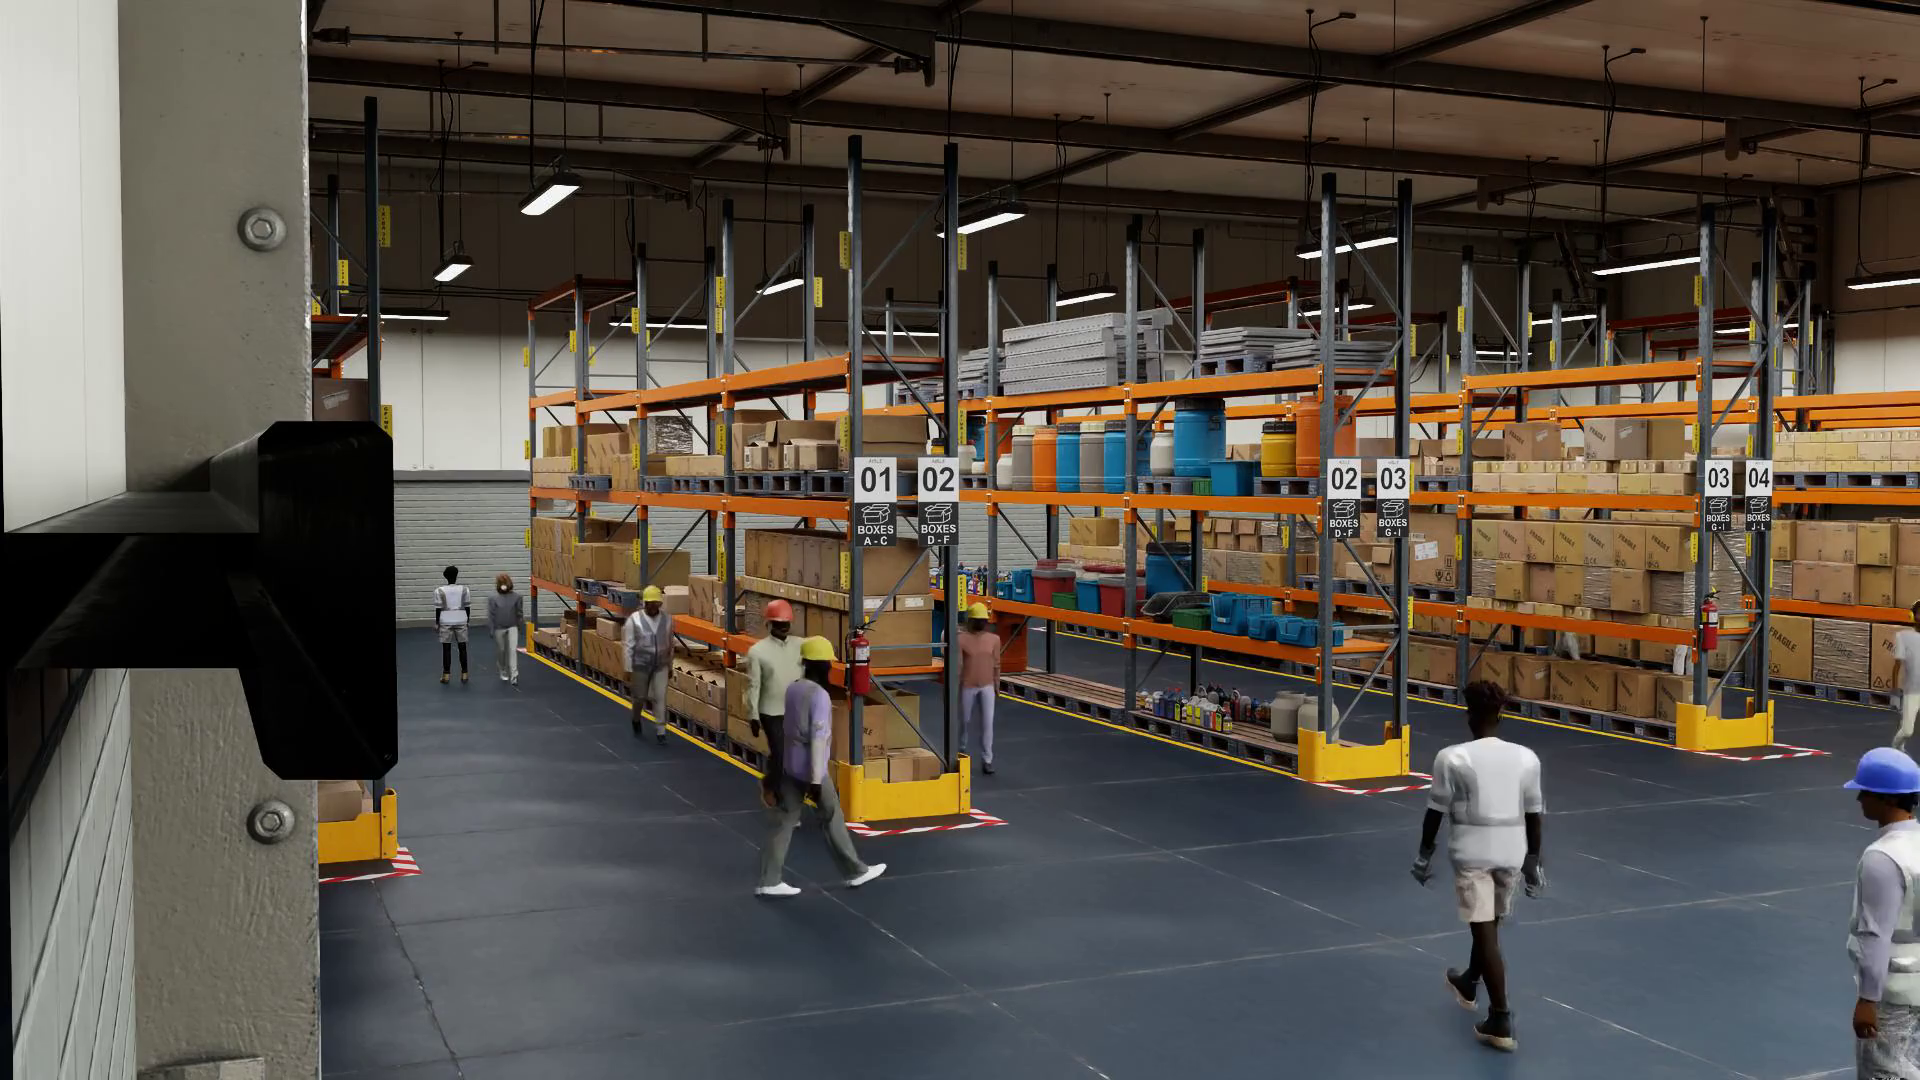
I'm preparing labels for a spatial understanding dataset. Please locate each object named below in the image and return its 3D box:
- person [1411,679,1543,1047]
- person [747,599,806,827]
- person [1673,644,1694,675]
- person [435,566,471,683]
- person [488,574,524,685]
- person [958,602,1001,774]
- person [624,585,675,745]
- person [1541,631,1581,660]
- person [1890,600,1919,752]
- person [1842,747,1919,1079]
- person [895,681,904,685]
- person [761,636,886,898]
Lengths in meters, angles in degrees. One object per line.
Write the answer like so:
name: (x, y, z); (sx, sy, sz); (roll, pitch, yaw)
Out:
person: (2.835, 1.727, 9.910); (0.635, 1.914, 0.978); (-1, 2, -14)
person: (-1.590, 1.487, 15.714); (0.626, 1.970, 0.814); (-2, 3, -36)
person: (9.965, 1.193, 24.437); (0.574, 1.886, 0.360); (-1, 2, -23)
person: (-7.383, 1.223, 26.078); (0.529, 1.695, 0.321); (-1, 2, -27)
person: (-6.586, 1.283, 25.994); (0.507, 1.584, 0.855); (-1, 2, -18)
person: (0.161, 1.491, 18.485); (0.527, 1.731, 0.856); (0, 2, -13)
person: (-3.556, 1.394, 20.422); (0.605, 1.801, 0.843); (-1, 2, -24)
person: (9.274, 1.071, 27.591); (0.635, 1.884, 1.014); (-1, 2, -26)
person: (9.395, 1.481, 17.592); (0.524, 1.846, 0.807); (0, 2, 9)
person: (3.911, 1.826, 7.390); (0.534, 1.933, 0.613); (2, 3, 42)
person: (-0.919, 1.206, 25.834); (0.527, 1.758, 0.356); (-1, 2, -22)
person: (-1.031, 1.634, 13.006); (0.974, 1.871, 0.613); (-1, 3, -32)
